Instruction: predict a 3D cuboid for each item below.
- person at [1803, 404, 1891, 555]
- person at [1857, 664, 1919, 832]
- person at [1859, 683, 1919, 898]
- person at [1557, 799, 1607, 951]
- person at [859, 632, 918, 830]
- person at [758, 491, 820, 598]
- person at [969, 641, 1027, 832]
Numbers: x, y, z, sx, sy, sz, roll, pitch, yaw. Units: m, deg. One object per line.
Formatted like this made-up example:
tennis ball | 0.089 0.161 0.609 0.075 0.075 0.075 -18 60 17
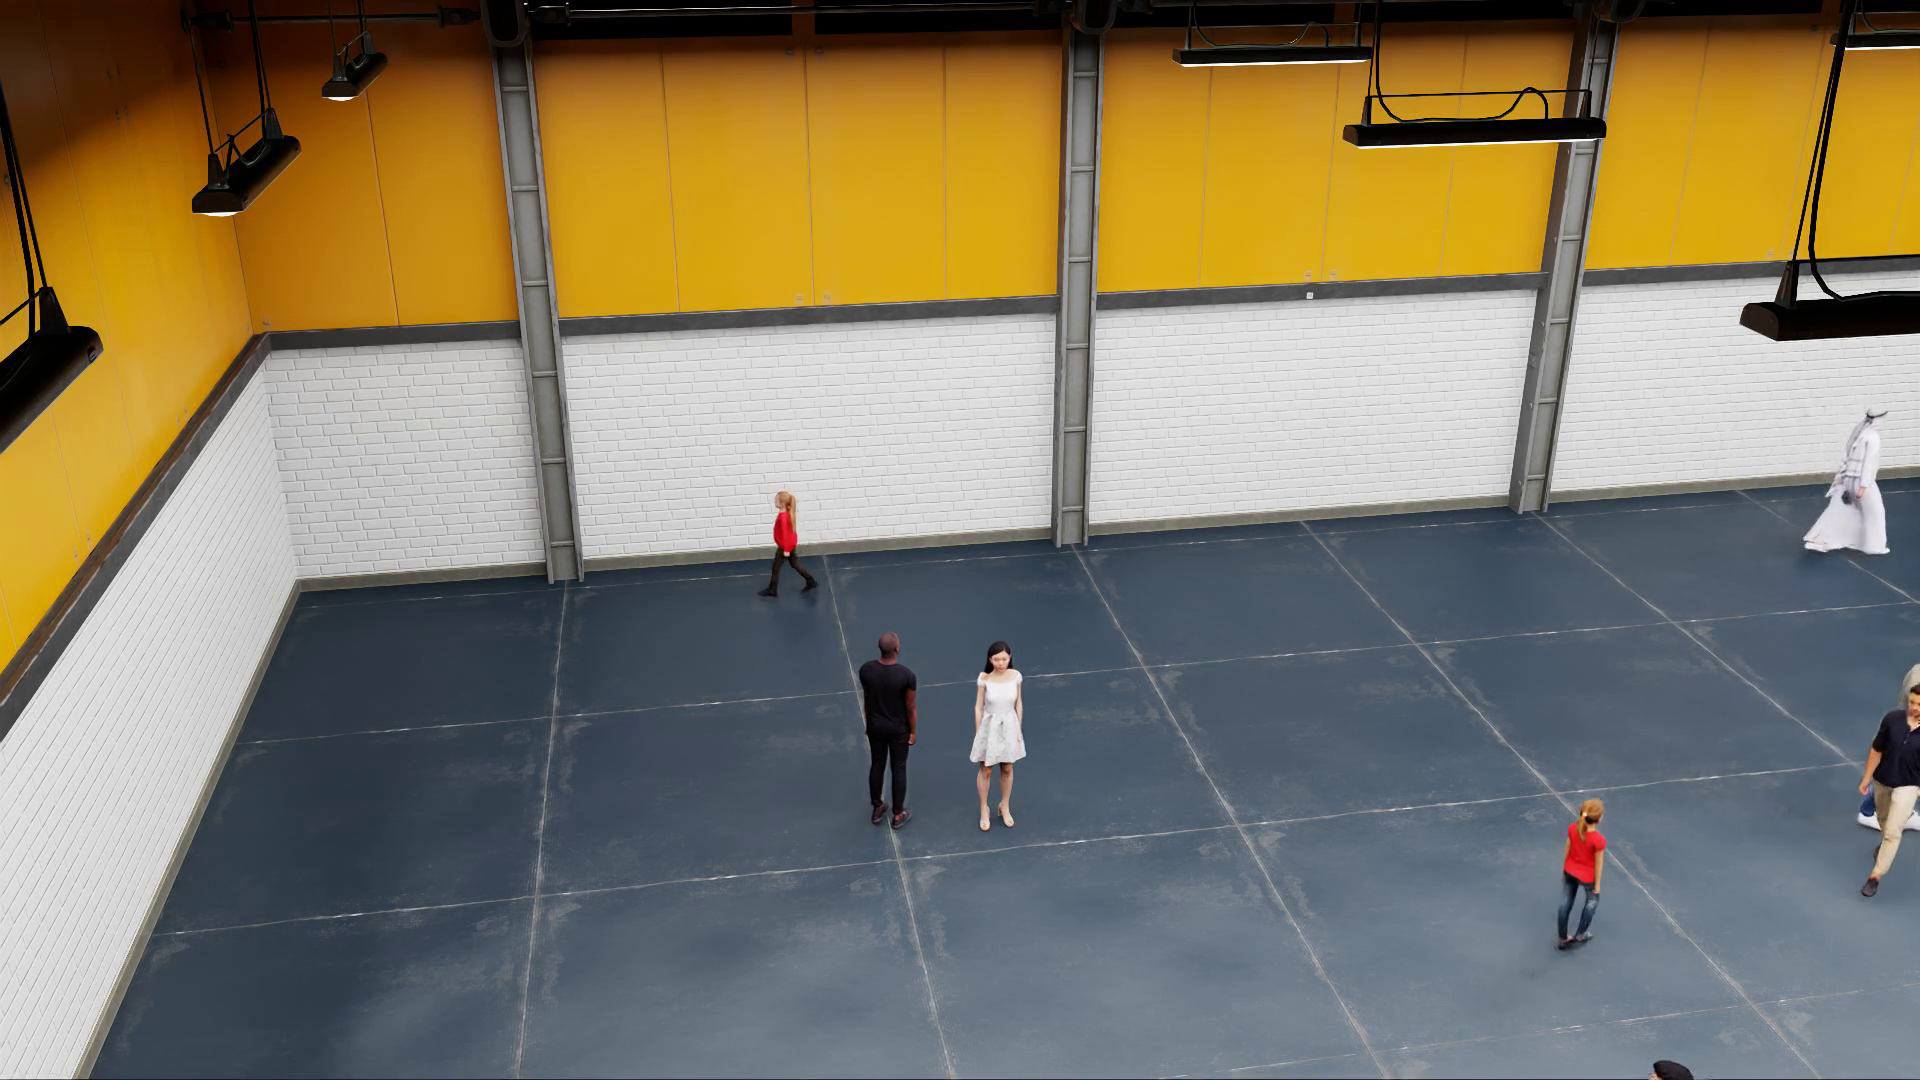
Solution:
person | 10.431 -0.675 19.504 1.296 1.878 0.815 0 24 -1
person | 7.976 1.667 14.189 1.021 1.844 0.955 13 27 27
person | 7.674 1.953 13.580 1.254 1.809 1.058 -21 31 -39
person | 4.726 2.590 12.753 0.684 1.303 0.620 -19 30 -37
person | -0.622 1.627 14.314 0.677 1.817 0.809 7 25 16
person | -1.884 0.059 18.597 0.948 1.261 0.623 1 24 2
person | 0.326 1.673 14.263 0.574 1.775 0.709 -5 24 -12
